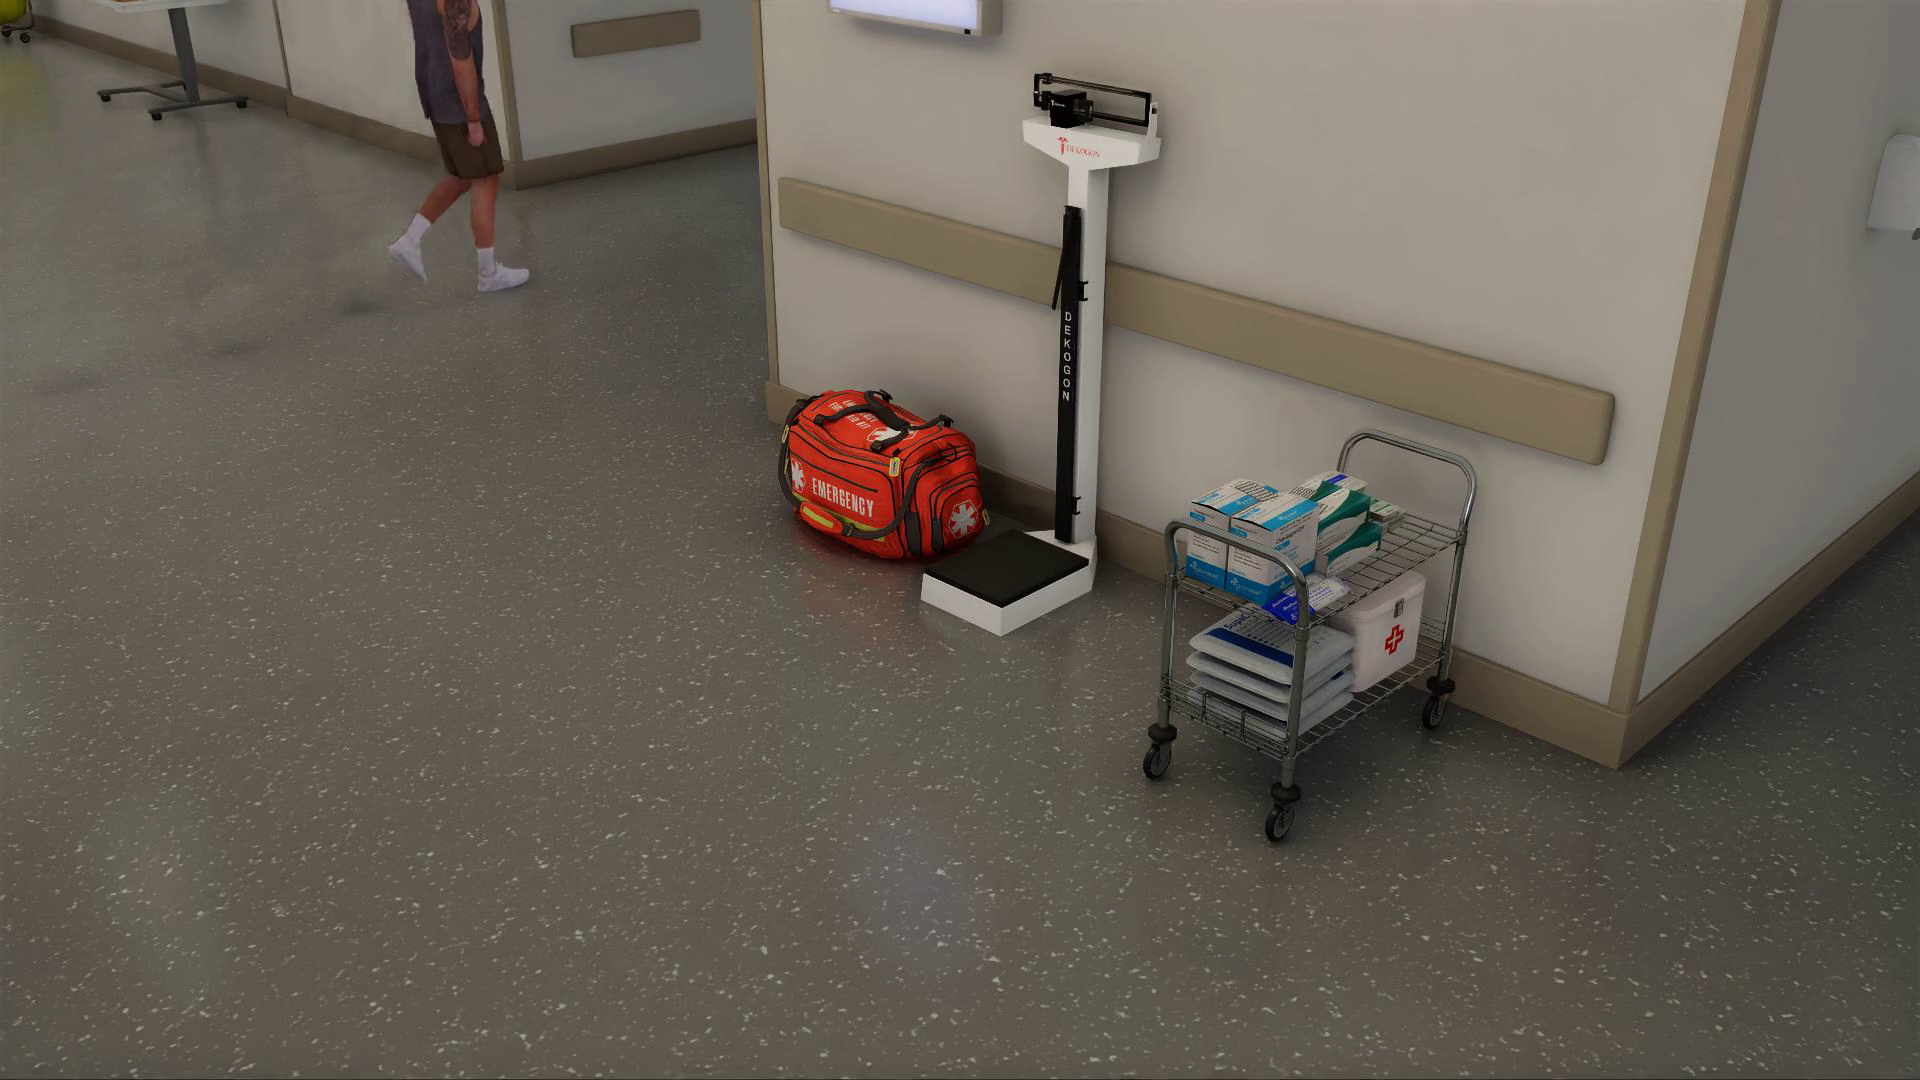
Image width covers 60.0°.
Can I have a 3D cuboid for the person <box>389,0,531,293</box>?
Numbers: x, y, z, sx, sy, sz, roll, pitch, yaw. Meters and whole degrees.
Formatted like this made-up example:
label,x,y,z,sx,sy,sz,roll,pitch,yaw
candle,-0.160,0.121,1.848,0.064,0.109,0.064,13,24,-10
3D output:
label,x,y,z,sx,sy,sz,roll,pitch,yaw
person,-2.420,-2.018,7.739,0.727,1.834,0.824,-21,33,-37
